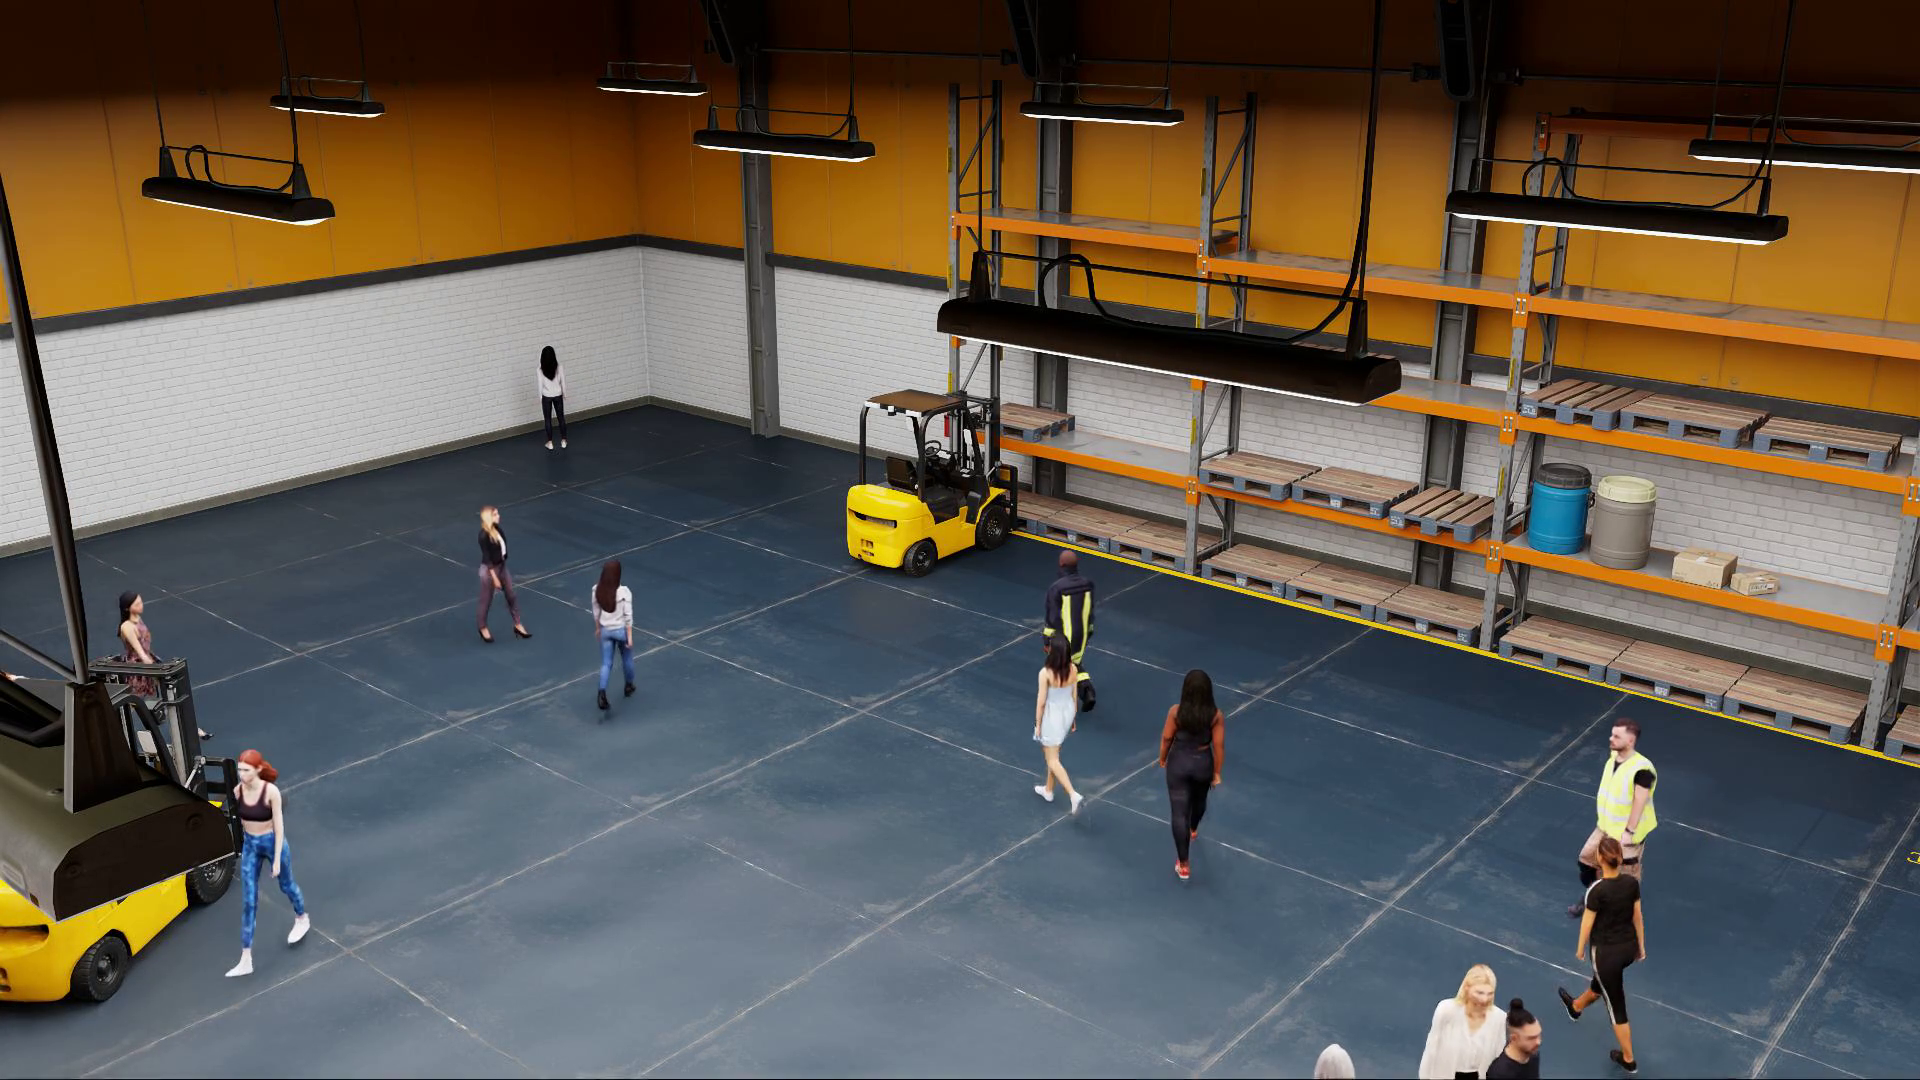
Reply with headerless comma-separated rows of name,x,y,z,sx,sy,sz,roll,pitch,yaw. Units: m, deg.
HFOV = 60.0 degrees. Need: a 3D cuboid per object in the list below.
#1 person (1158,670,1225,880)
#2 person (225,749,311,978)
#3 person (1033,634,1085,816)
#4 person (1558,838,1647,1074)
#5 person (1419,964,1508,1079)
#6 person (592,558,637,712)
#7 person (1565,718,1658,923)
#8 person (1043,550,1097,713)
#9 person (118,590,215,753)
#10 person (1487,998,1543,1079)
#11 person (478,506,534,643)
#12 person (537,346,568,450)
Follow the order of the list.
person,1.962,2.009,14.131,1.244,1.762,1.233,0,19,1
person,-5.325,2.430,12.926,1.164,1.732,1.033,3,19,9
person,0.922,1.692,15.151,0.807,1.711,1.111,-10,21,-28
person,4.613,2.936,11.617,0.971,1.610,1.204,-6,20,-18
person,2.998,3.325,10.113,0.828,1.832,0.888,1,19,2
person,-3.637,1.015,17.339,1.087,1.598,1.004,3,19,9
person,5.346,2.262,13.276,0.966,1.828,0.907,-5,19,-15
person,1.157,0.987,17.092,0.865,1.809,0.981,-13,23,-34
person,-8.061,1.346,16.152,1.156,1.727,1.136,-4,19,-11
person,3.152,3.462,9.653,0.608,1.865,0.721,11,22,30
person,-5.435,0.409,19.060,0.957,1.648,0.811,5,19,15
person,-6.651,-2.336,27.129,0.703,1.701,0.705,-8,20,-23
